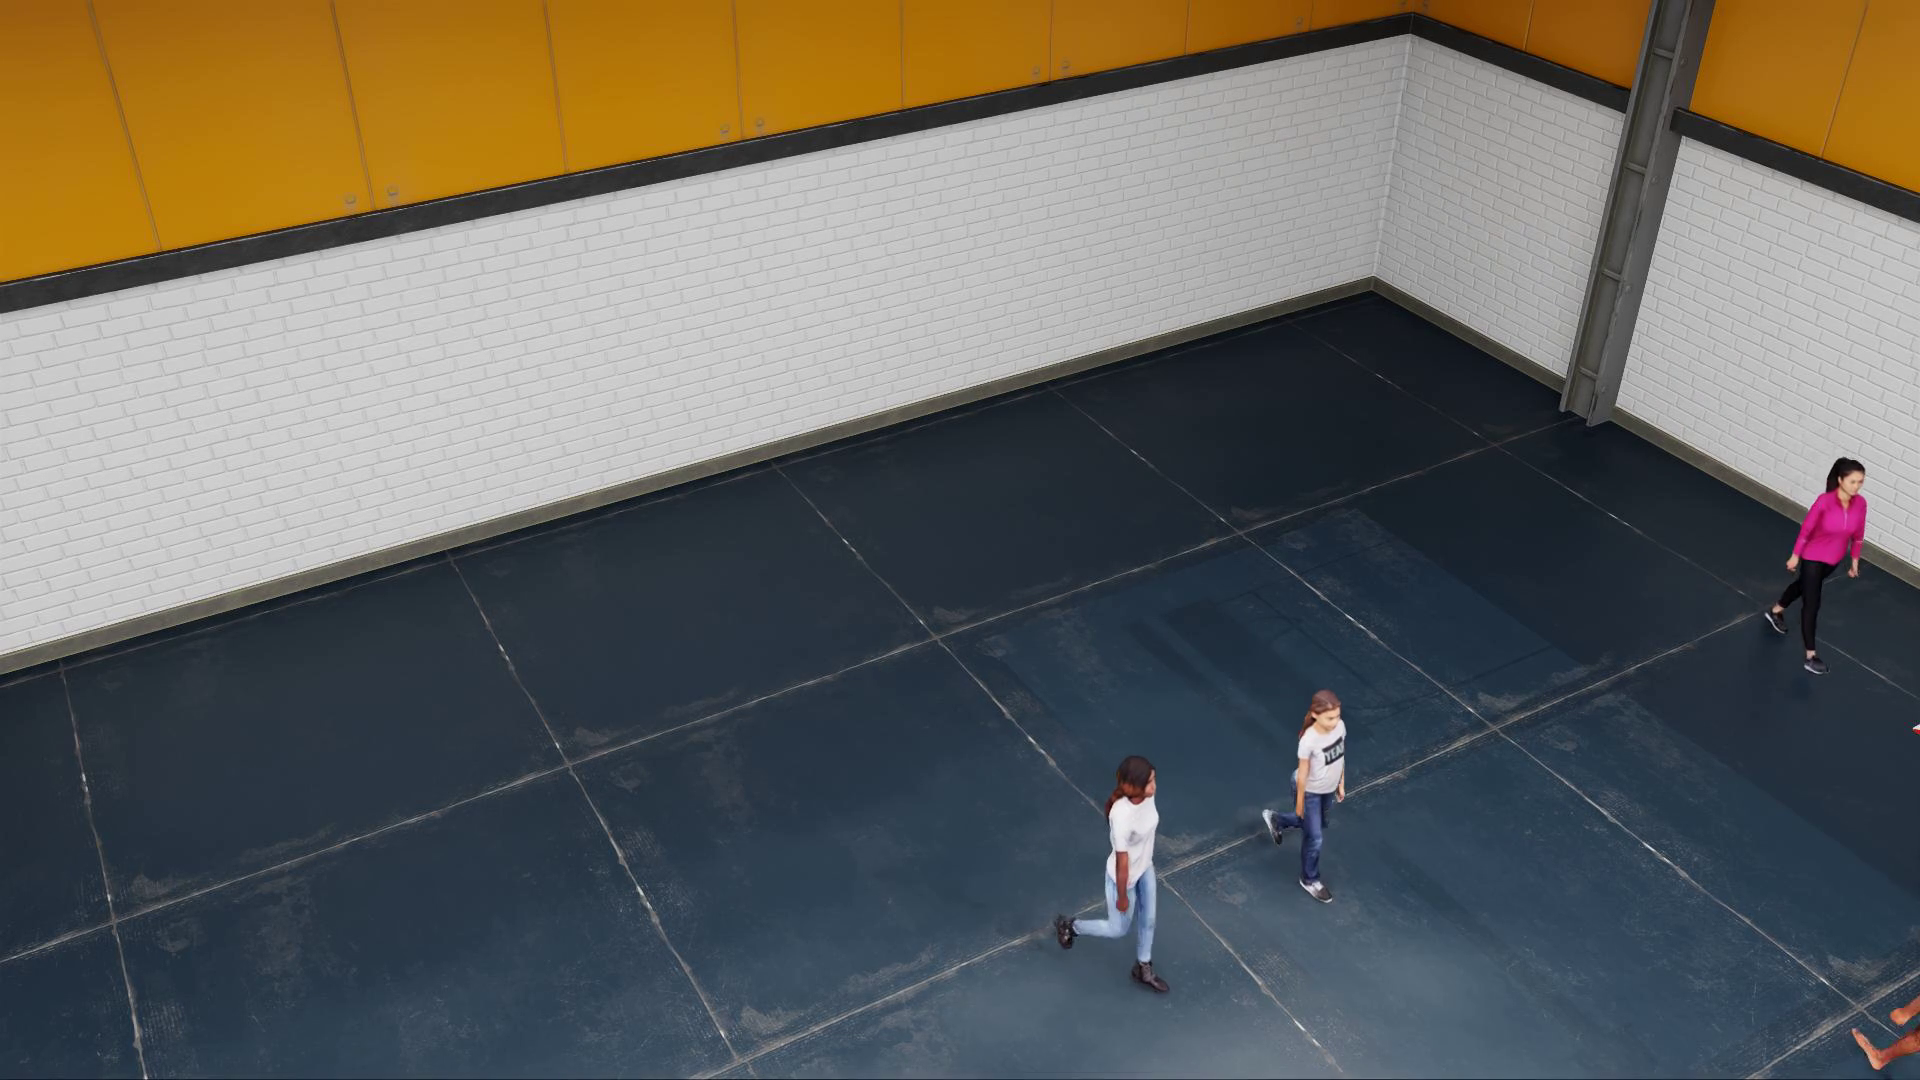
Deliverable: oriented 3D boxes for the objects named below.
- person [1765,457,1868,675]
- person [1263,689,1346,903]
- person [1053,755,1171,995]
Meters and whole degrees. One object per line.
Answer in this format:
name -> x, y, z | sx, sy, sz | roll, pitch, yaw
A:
person -> 6.465, 0.101, 12.582 | 0.879, 1.652, 1.186 | -5, 34, -7
person -> 2.209, 1.536, 10.518 | 0.629, 1.546, 0.933 | -24, 40, -31
person -> 0.923, 1.946, 9.760 | 1.086, 1.703, 0.872 | 20, 38, 27
